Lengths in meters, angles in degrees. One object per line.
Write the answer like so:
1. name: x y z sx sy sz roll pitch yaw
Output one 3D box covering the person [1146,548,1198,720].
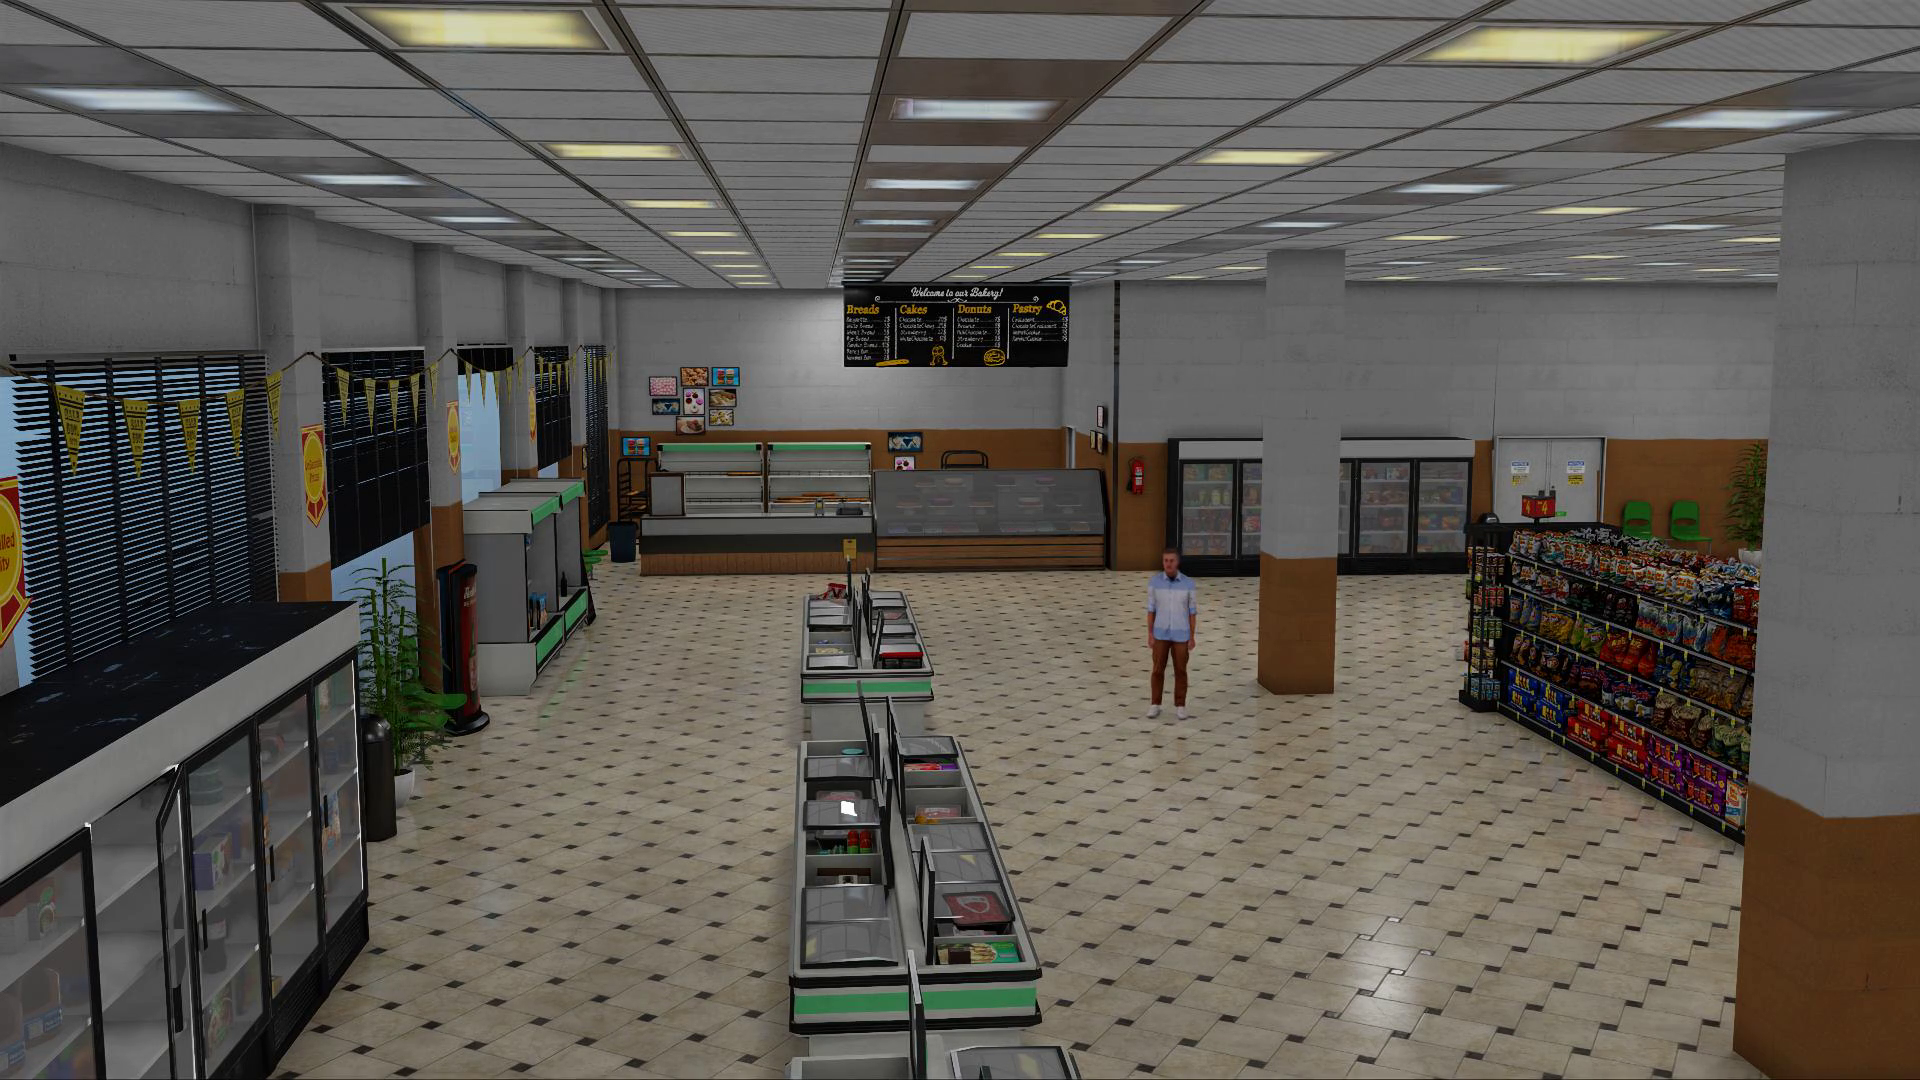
1. person: 2.238 0.979 17.639 0.743 1.825 0.658 1 7 10
